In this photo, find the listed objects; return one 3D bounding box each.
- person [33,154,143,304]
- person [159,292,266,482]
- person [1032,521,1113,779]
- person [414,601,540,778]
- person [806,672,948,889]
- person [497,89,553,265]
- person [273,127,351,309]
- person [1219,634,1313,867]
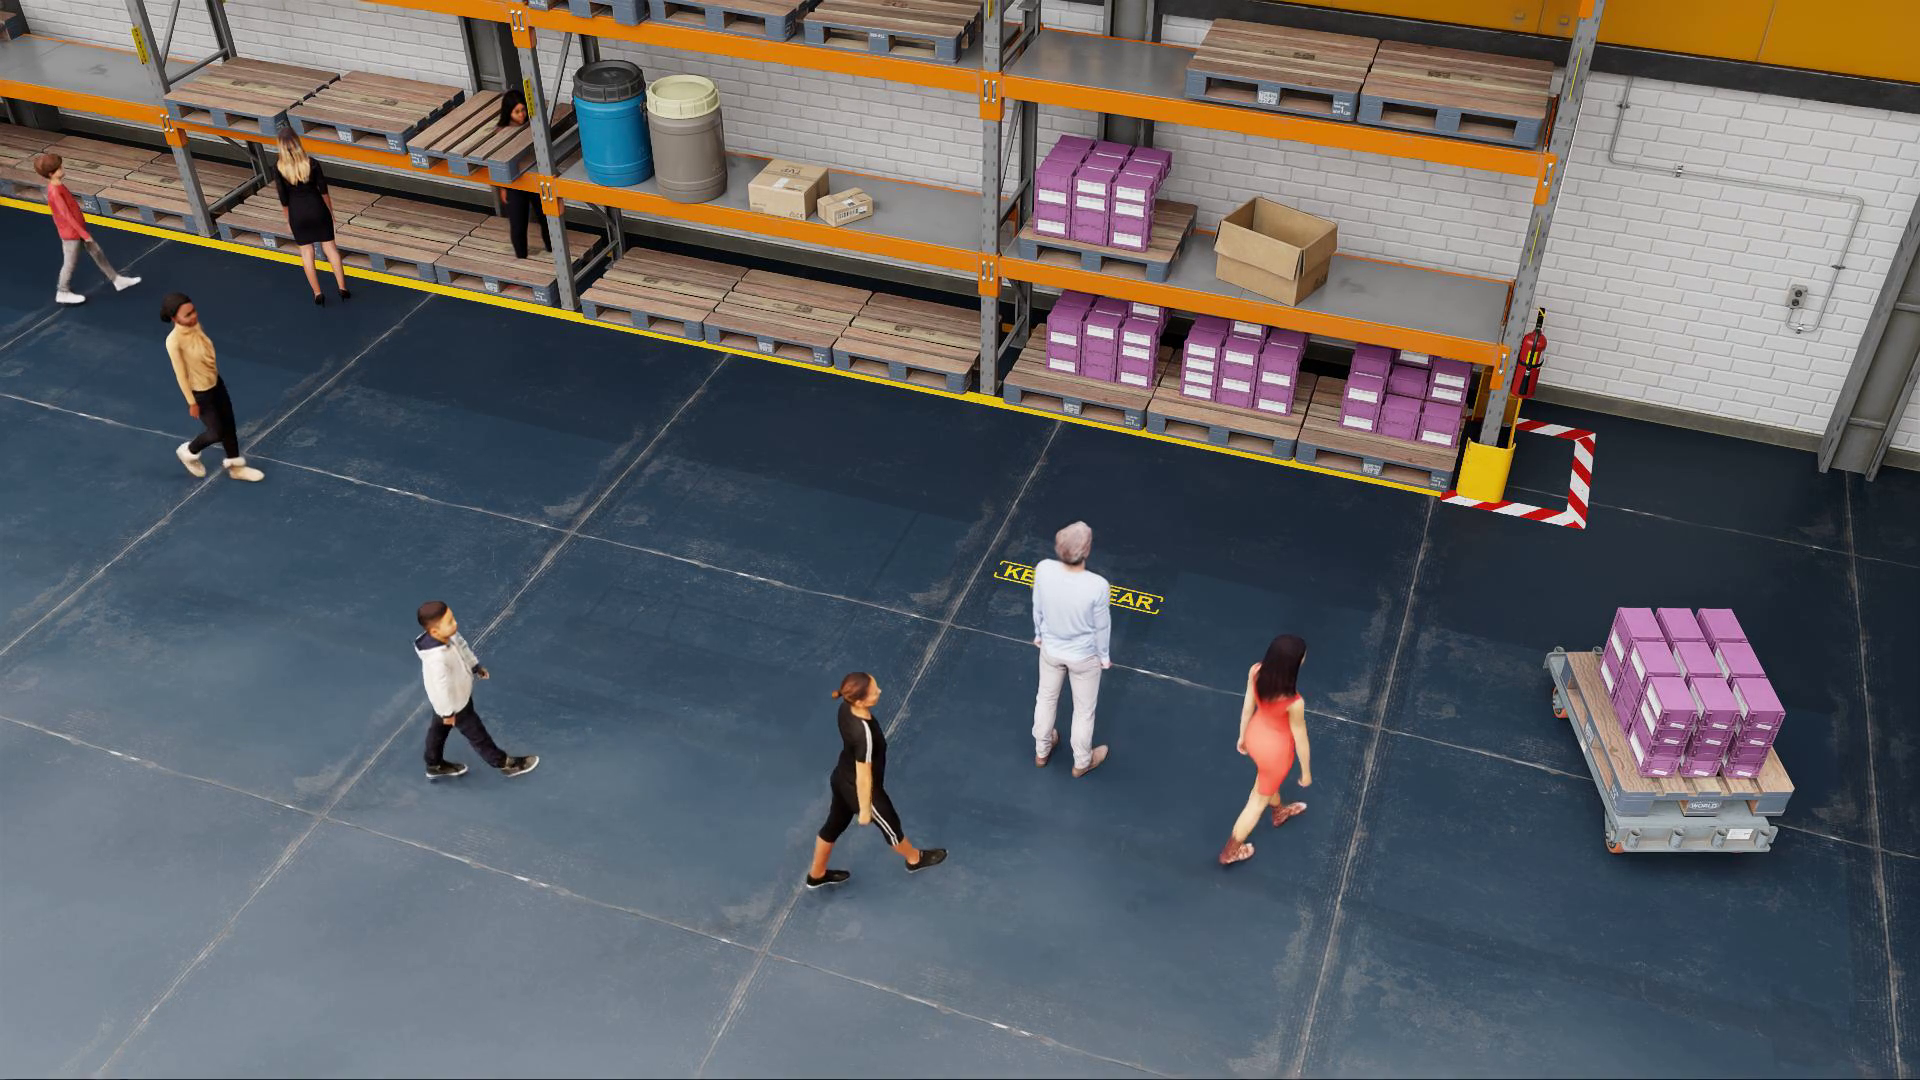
[{"bbox_3d":[-7.901,-2.704,14.658,0.997,1.385,0.881,-12,40,-15],"label":"person"},{"bbox_3d":[-5.731,-1.129,12.478,0.887,1.644,0.681,5,39,6],"label":"person"},{"bbox_3d":[0.665,0.666,10.030,0.559,1.894,0.745,19,42,22],"label":"person"},{"bbox_3d":[-3.143,0.943,10.064,1.038,1.420,0.893,-7,39,-9],"label":"person"},{"bbox_3d":[-0.636,1.390,9.340,1.144,1.625,1.021,-12,40,-15],"label":"person"},{"bbox_3d":[-3.889,-3.194,14.930,0.775,1.812,0.832,-17,42,-20],"label":"person"},{"bbox_3d":[-5.701,-2.822,14.572,0.596,1.676,0.667,-14,41,-17],"label":"person"},{"bbox_3d":[1.720,1.237,9.477,1.013,1.692,1.004,-22,44,-25],"label":"person"}]
